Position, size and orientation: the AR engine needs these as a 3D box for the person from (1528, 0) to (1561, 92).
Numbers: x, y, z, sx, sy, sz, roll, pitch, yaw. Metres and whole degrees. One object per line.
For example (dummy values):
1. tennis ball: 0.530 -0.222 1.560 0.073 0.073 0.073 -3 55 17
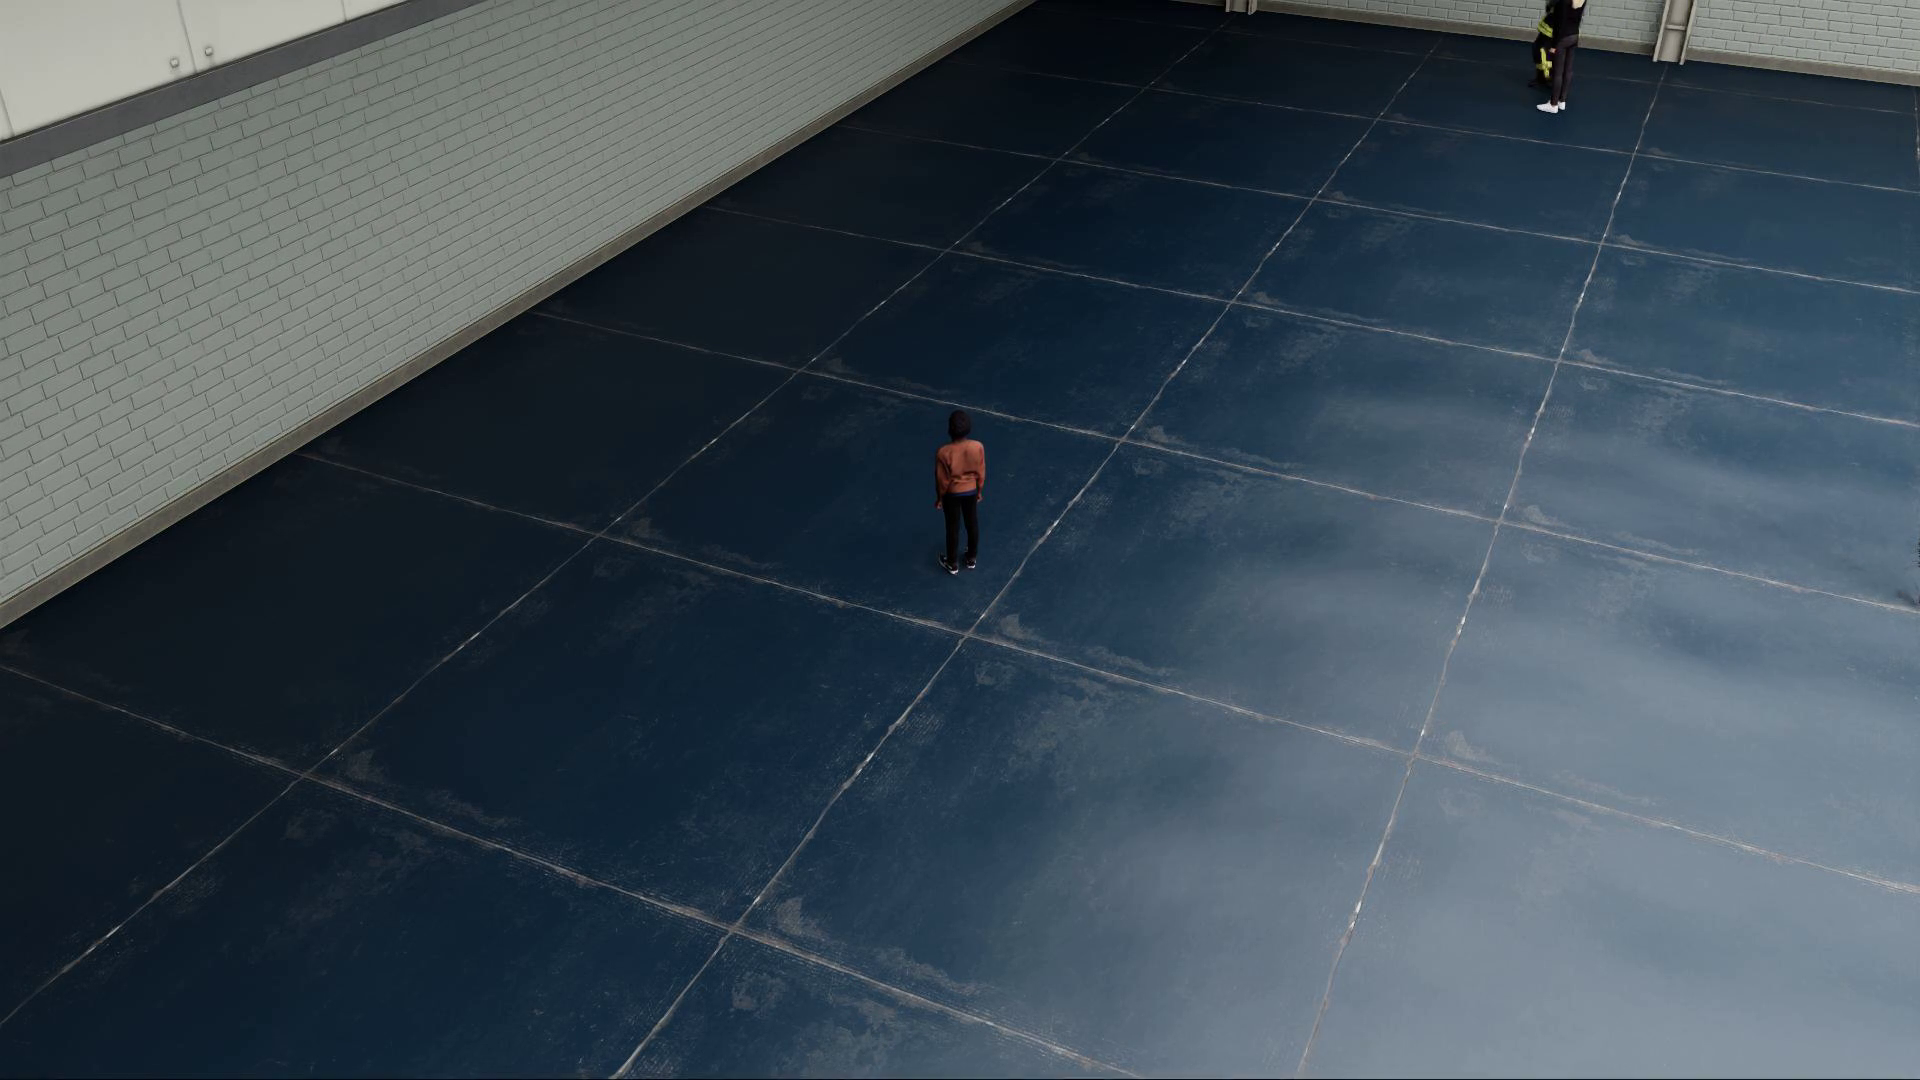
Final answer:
1. person: 7.593 -6.580 20.853 0.772 1.913 0.875 25 40 34

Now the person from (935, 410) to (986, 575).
1. person: -0.002 -0.341 11.580 0.594 1.255 0.651 -12 34 -18

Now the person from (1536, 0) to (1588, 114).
1. person: 7.377 -6.062 20.244 0.688 1.685 0.690 -22 38 -31
